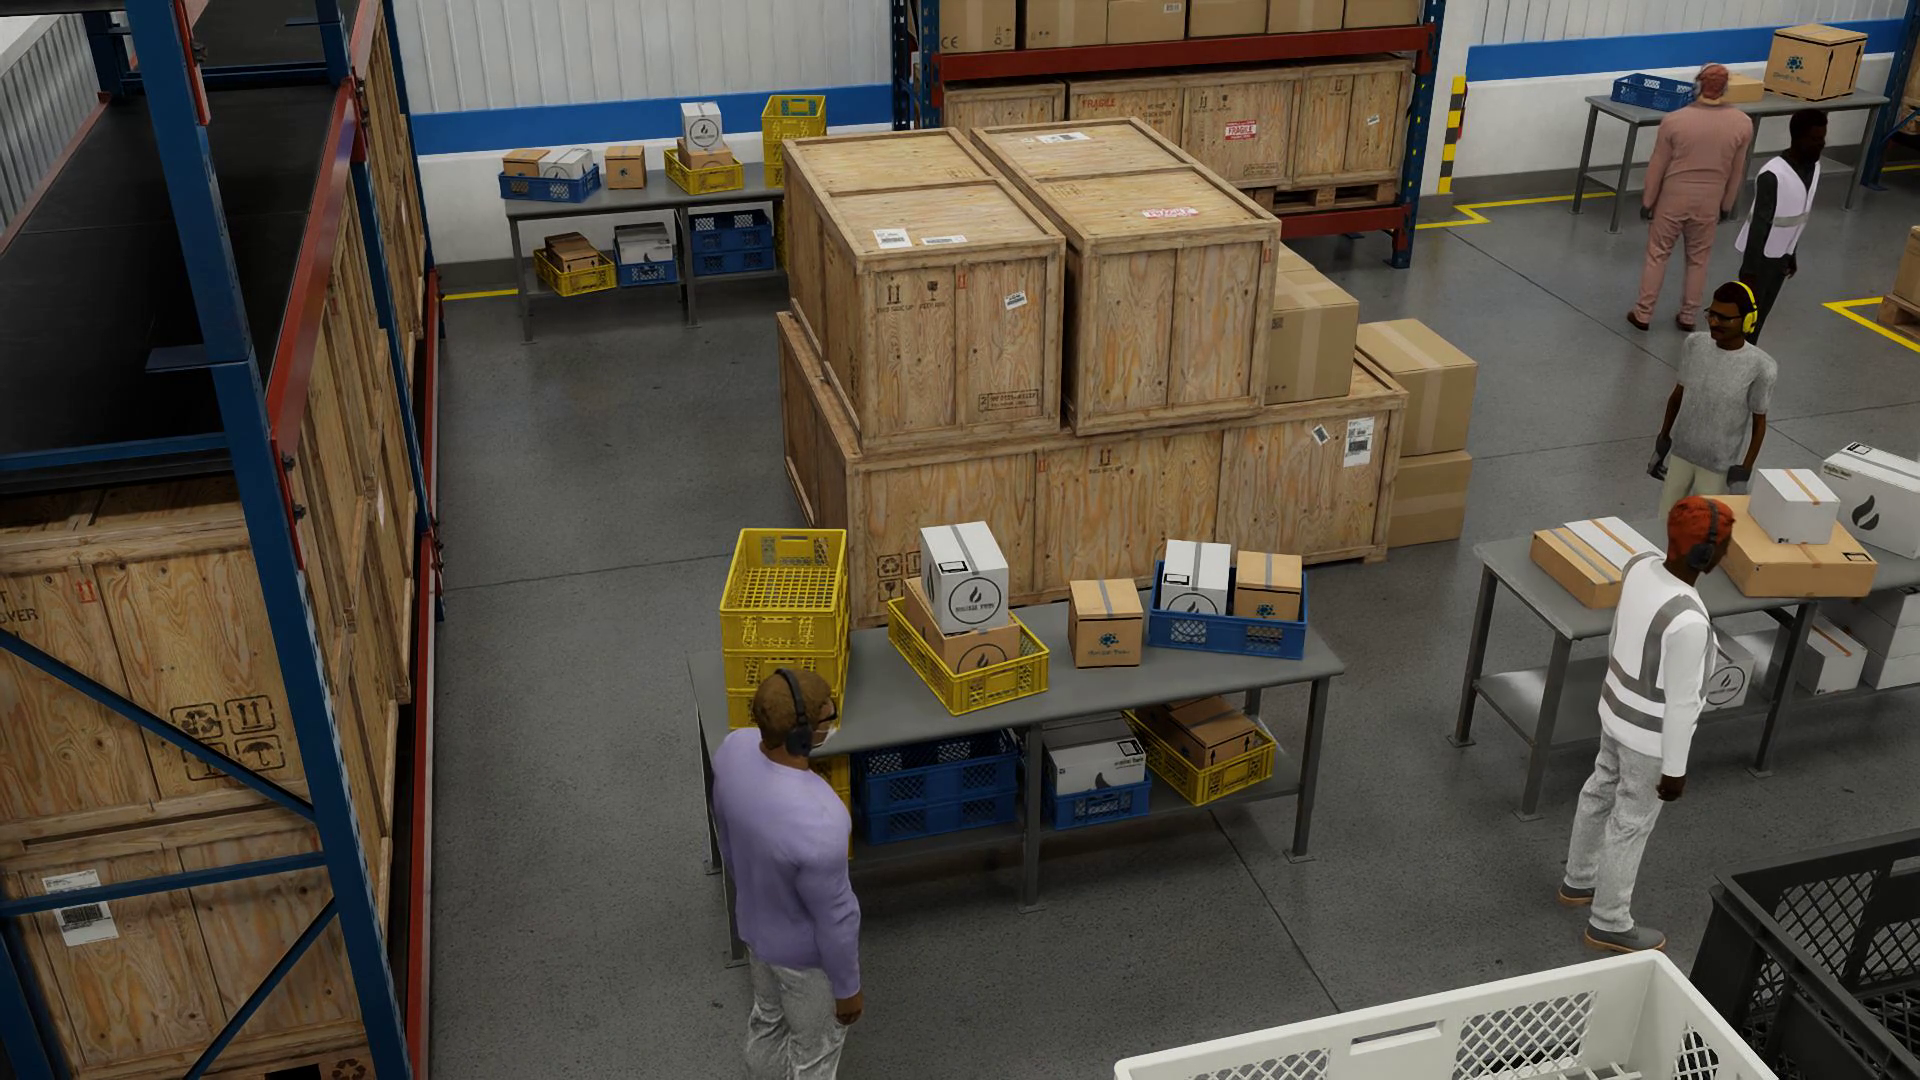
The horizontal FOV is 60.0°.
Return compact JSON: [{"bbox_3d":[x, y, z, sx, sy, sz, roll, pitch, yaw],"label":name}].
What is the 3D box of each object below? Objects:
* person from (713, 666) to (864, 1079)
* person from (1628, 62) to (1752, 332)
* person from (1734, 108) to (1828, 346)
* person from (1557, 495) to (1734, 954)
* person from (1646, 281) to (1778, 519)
[{"bbox_3d":[-0.499,1.222,5.153,0.357,1.938,0.638,-20,34,-31],"label":"person"},{"bbox_3d":[5.158,-2.415,11.805,0.649,1.899,0.399,3,29,5],"label":"person"},{"bbox_3d":[5.213,-1.832,10.717,0.590,1.919,0.397,-22,36,-34],"label":"person"},{"bbox_3d":[2.555,0.689,6.176,0.356,1.886,0.574,-1,29,-2],"label":"person"},{"bbox_3d":[3.624,-0.381,8.138,0.310,1.866,0.533,-18,34,-29],"label":"person"}]
